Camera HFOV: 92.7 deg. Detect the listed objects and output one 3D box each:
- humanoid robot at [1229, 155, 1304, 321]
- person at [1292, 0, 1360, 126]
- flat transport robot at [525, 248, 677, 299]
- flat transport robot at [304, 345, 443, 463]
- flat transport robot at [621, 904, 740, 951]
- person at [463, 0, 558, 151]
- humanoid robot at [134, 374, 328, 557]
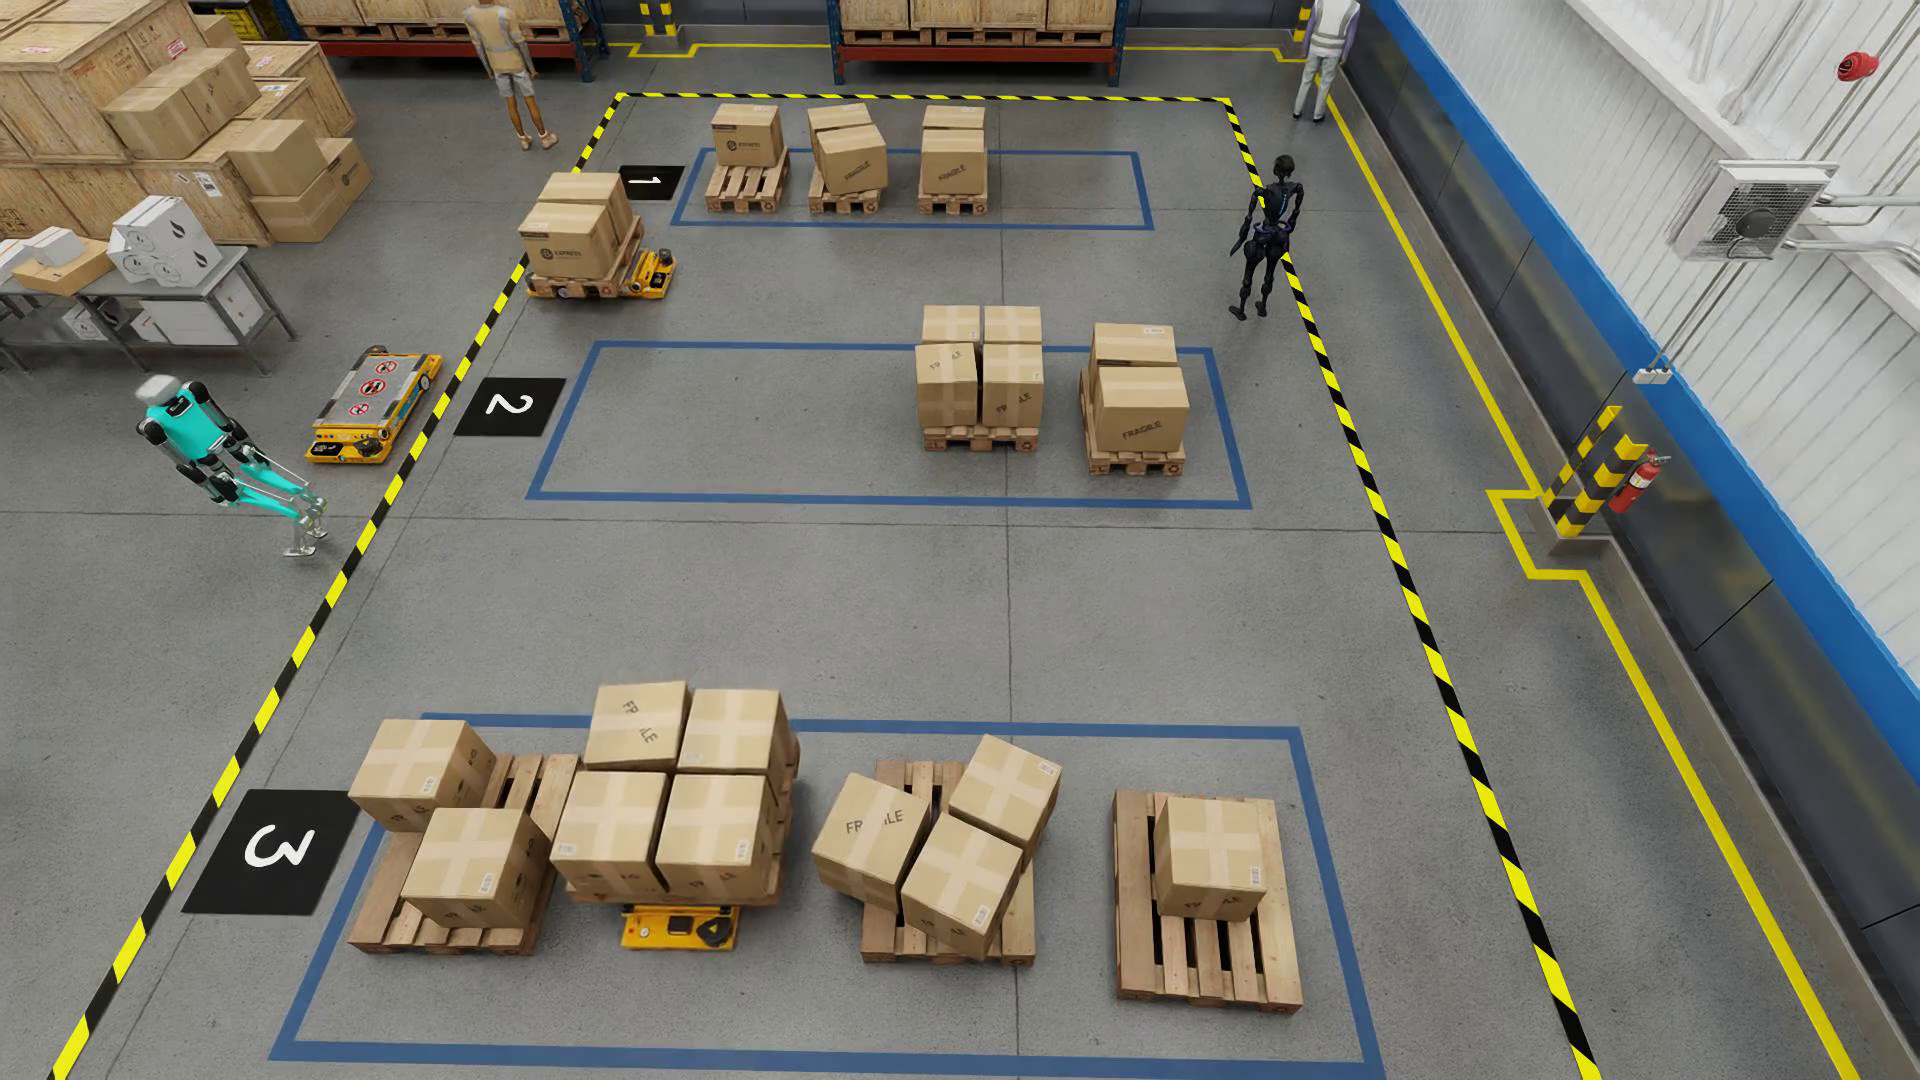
[{"bbox_3d":[2.965,-2.918,8.902,0.599,1.659,0.315,-8,50,-7],"label":"humanoid robot"},{"bbox_3d":[4.642,-6.230,11.613,0.594,1.831,0.403,24,54,19],"label":"person"},{"bbox_3d":[-3.821,-2.856,9.765,1.431,0.197,0.652,1,50,1],"label":"flat transport robot"},{"bbox_3d":[-5.383,-1.269,8.441,0.659,0.231,1.431,1,50,1],"label":"flat transport robot"},{"bbox_3d":[-1.655,1.821,5.808,0.652,0.197,1.431,1,50,1],"label":"flat transport robot"},{"bbox_3d":[-5.448,-5.750,11.073,0.612,2.041,0.376,-2,50,-2],"label":"person"},{"bbox_3d":[-5.178,-0.487,6.732,0.735,1.673,0.533,8,50,7],"label":"humanoid robot"}]
